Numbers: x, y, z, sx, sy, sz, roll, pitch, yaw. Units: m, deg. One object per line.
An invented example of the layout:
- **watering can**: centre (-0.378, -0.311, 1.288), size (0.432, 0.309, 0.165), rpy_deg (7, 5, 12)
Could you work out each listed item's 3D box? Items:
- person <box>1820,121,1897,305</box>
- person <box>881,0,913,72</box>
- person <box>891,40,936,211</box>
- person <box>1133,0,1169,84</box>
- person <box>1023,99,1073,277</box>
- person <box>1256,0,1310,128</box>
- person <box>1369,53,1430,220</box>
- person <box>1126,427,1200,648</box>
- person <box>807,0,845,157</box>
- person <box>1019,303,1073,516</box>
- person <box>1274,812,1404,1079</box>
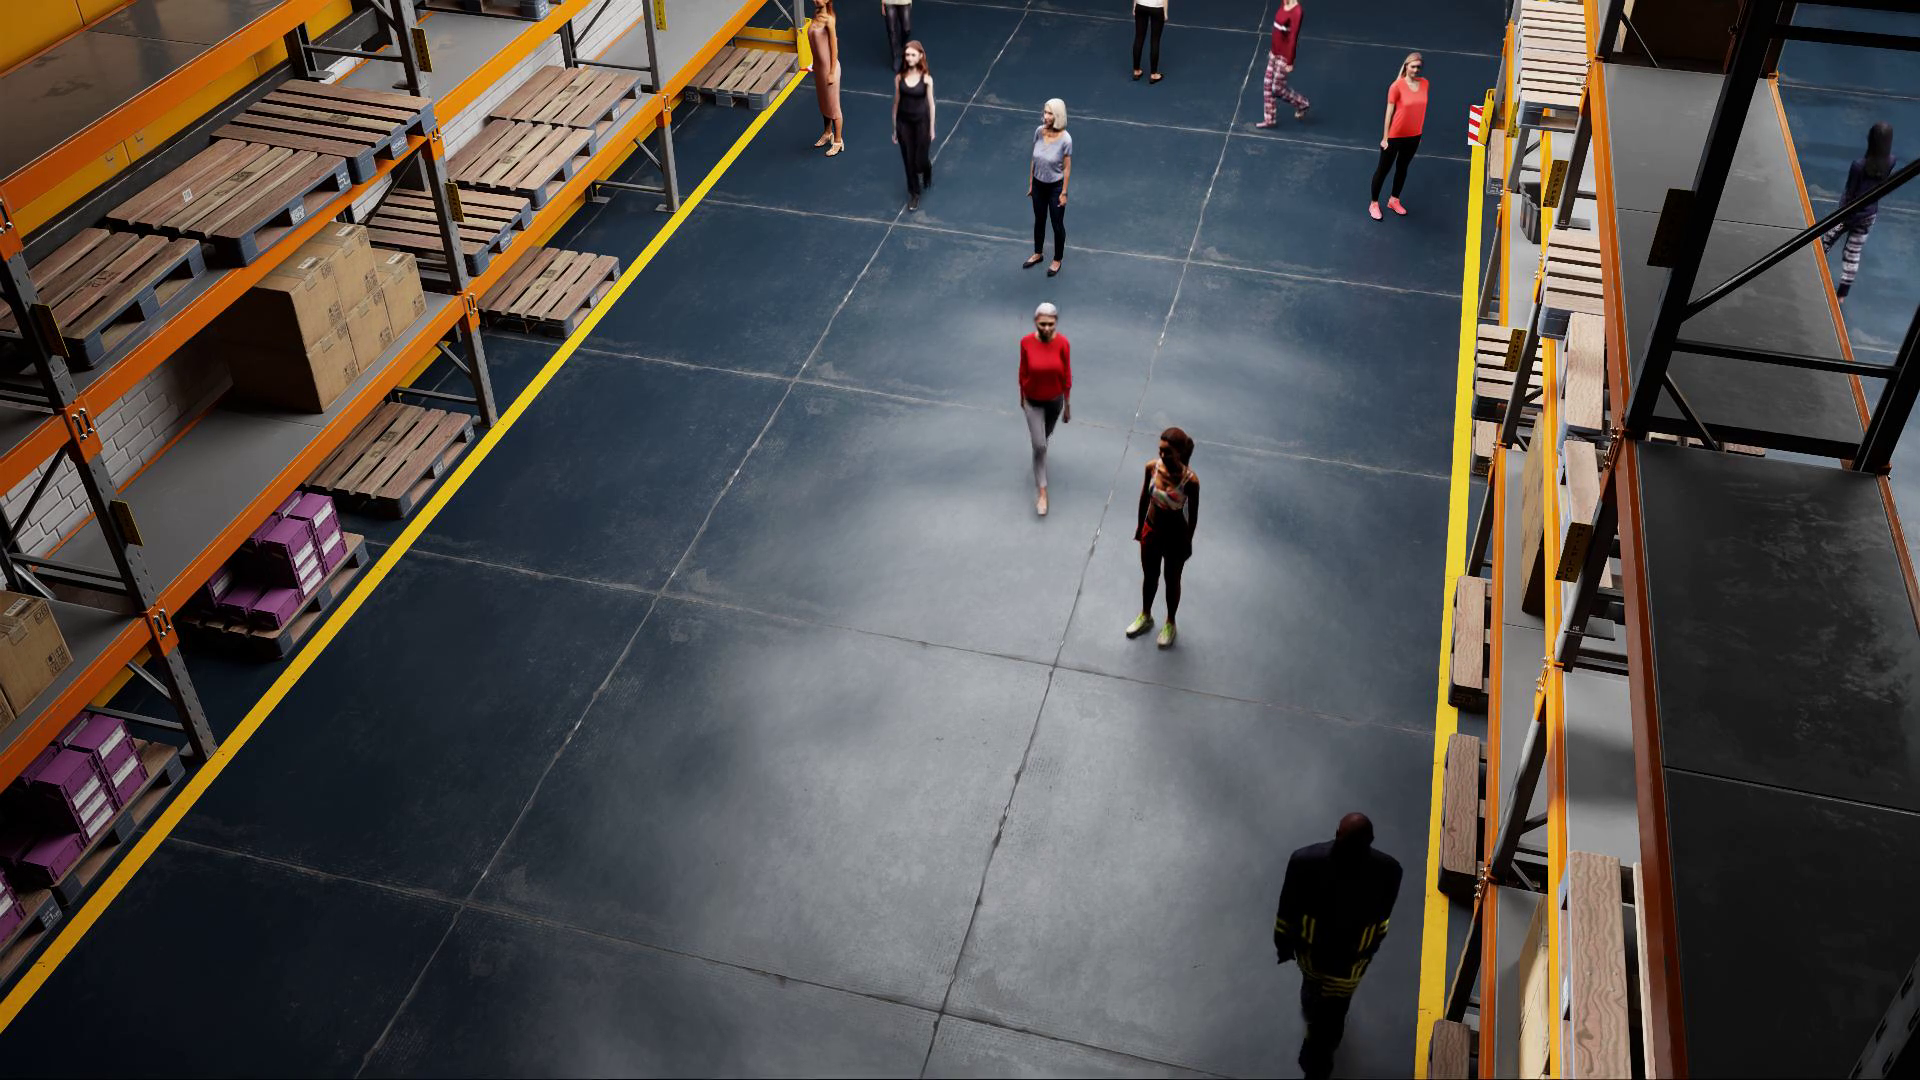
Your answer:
- **person**: centre (8.240, -2.958, 15.197), size (0.826, 1.707, 1.040), rpy_deg (-4, 39, -5)
- **person**: centre (-0.747, -6.321, 19.511), size (0.693, 1.578, 0.761), rpy_deg (-2, 39, -2)
- **person**: centre (-0.447, -4.203, 16.734), size (0.601, 1.734, 0.799), rpy_deg (7, 39, 9)
- **person**: centre (2.190, -6.127, 19.158), size (0.623, 1.716, 0.571), rpy_deg (18, 42, 22)
- **person**: centre (0.848, -3.337, 15.659), size (0.644, 1.722, 0.630), rpy_deg (25, 45, 28)
- **person**: centre (3.590, -5.312, 18.165), size (0.903, 1.681, 0.882), rpy_deg (-10, 40, -12)
- **person**: centre (4.390, -4.032, 16.551), size (0.679, 1.694, 0.705), rpy_deg (-13, 40, -15)
- **person**: centre (1.423, -0.031, 11.466), size (0.642, 1.790, 0.626), rpy_deg (22, 43, 25)
- **person**: centre (-1.409, -4.997, 17.650), size (0.712, 1.831, 0.656), rpy_deg (-21, 43, -24)
- **person**: centre (0.657, -1.119, 12.938), size (0.774, 1.652, 1.204), rpy_deg (0, 39, 0)
- **person**: centre (1.980, 2.033, 8.886), size (0.726, 1.784, 1.154), rpy_deg (9, 39, 11)
